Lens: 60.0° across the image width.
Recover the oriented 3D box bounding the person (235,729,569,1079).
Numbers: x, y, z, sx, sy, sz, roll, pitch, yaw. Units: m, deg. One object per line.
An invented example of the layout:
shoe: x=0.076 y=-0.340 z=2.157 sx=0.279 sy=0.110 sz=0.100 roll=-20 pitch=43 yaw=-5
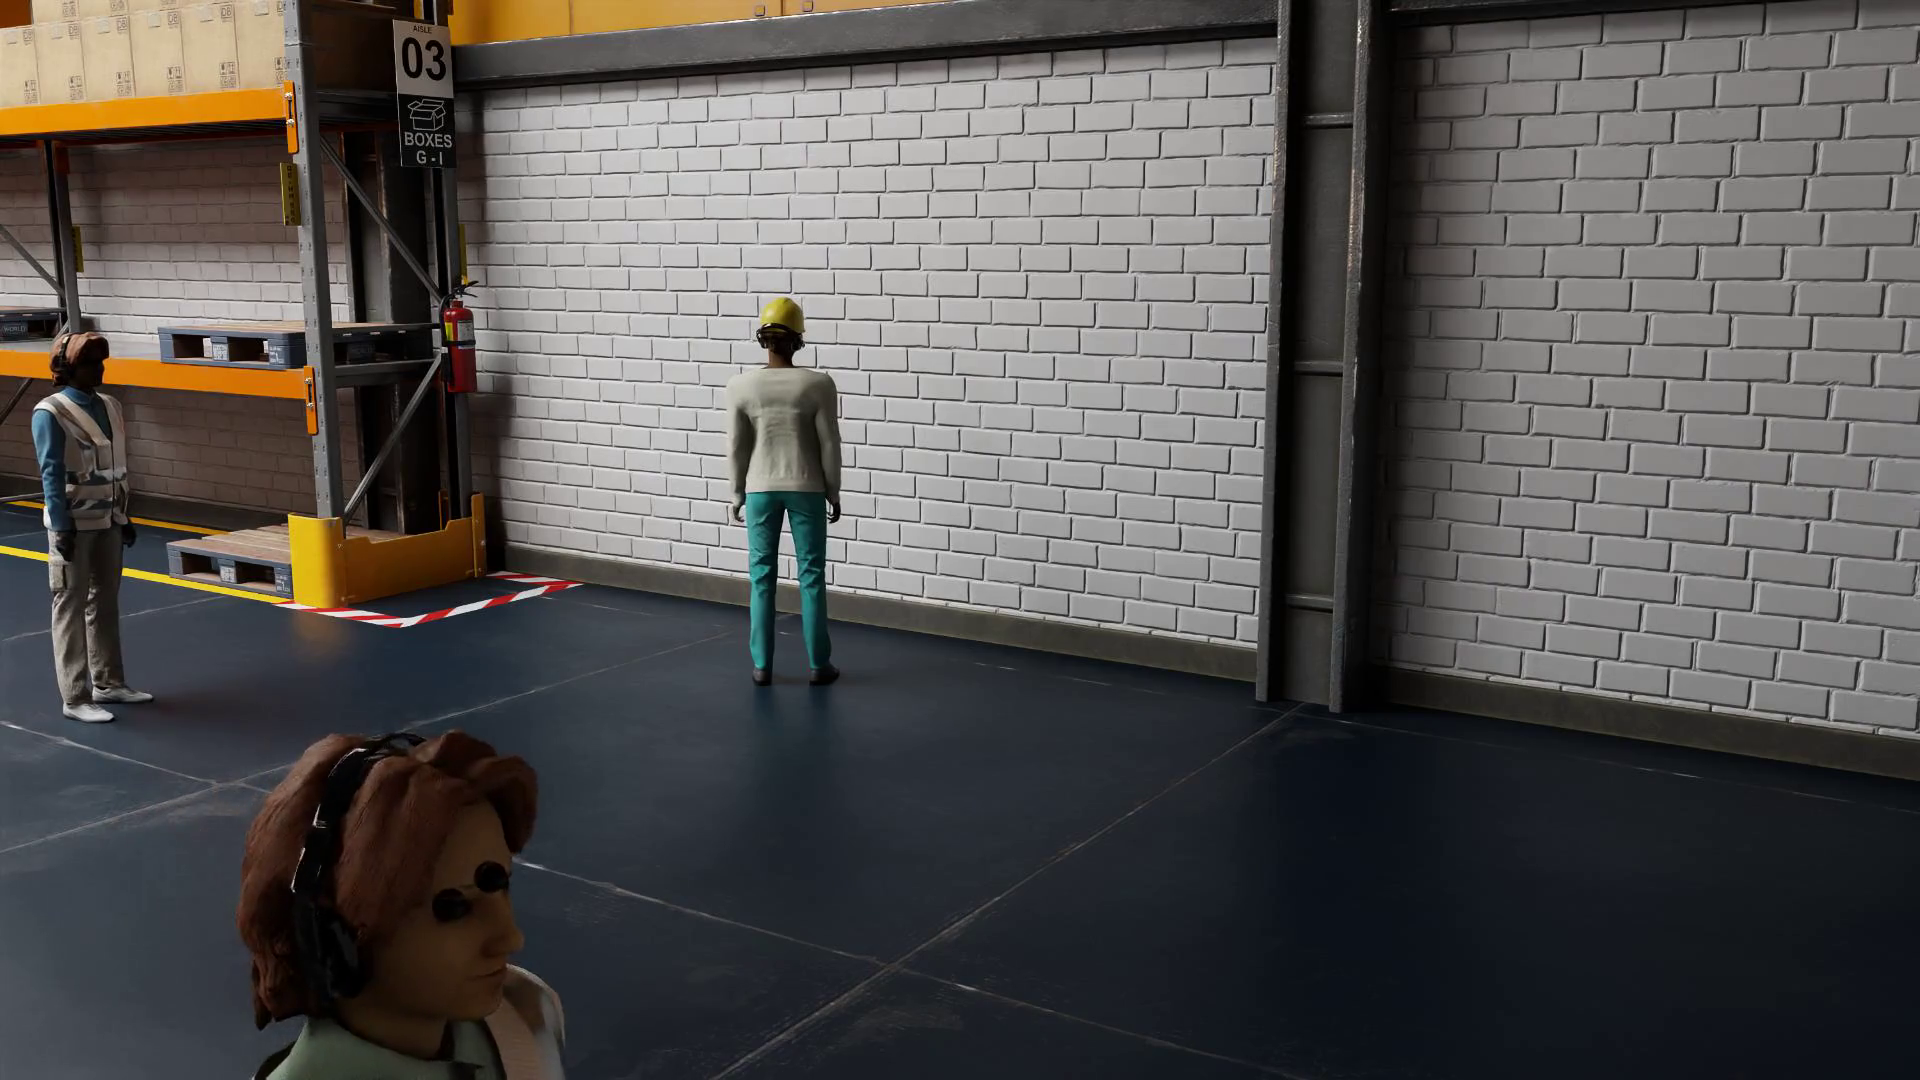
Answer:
person: x=-0.471 y=0.959 z=1.439 sx=0.311 sy=1.638 sz=0.521 roll=3 pitch=11 yaw=14

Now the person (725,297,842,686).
person: x=-0.791 y=-0.210 z=7.554 sx=0.522 sy=1.769 sz=0.318 roll=1 pitch=10 yaw=3

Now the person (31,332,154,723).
person: x=-3.697 y=-0.059 z=7.066 sx=0.314 sy=1.642 sz=0.514 roll=1 pitch=10 yaw=6
